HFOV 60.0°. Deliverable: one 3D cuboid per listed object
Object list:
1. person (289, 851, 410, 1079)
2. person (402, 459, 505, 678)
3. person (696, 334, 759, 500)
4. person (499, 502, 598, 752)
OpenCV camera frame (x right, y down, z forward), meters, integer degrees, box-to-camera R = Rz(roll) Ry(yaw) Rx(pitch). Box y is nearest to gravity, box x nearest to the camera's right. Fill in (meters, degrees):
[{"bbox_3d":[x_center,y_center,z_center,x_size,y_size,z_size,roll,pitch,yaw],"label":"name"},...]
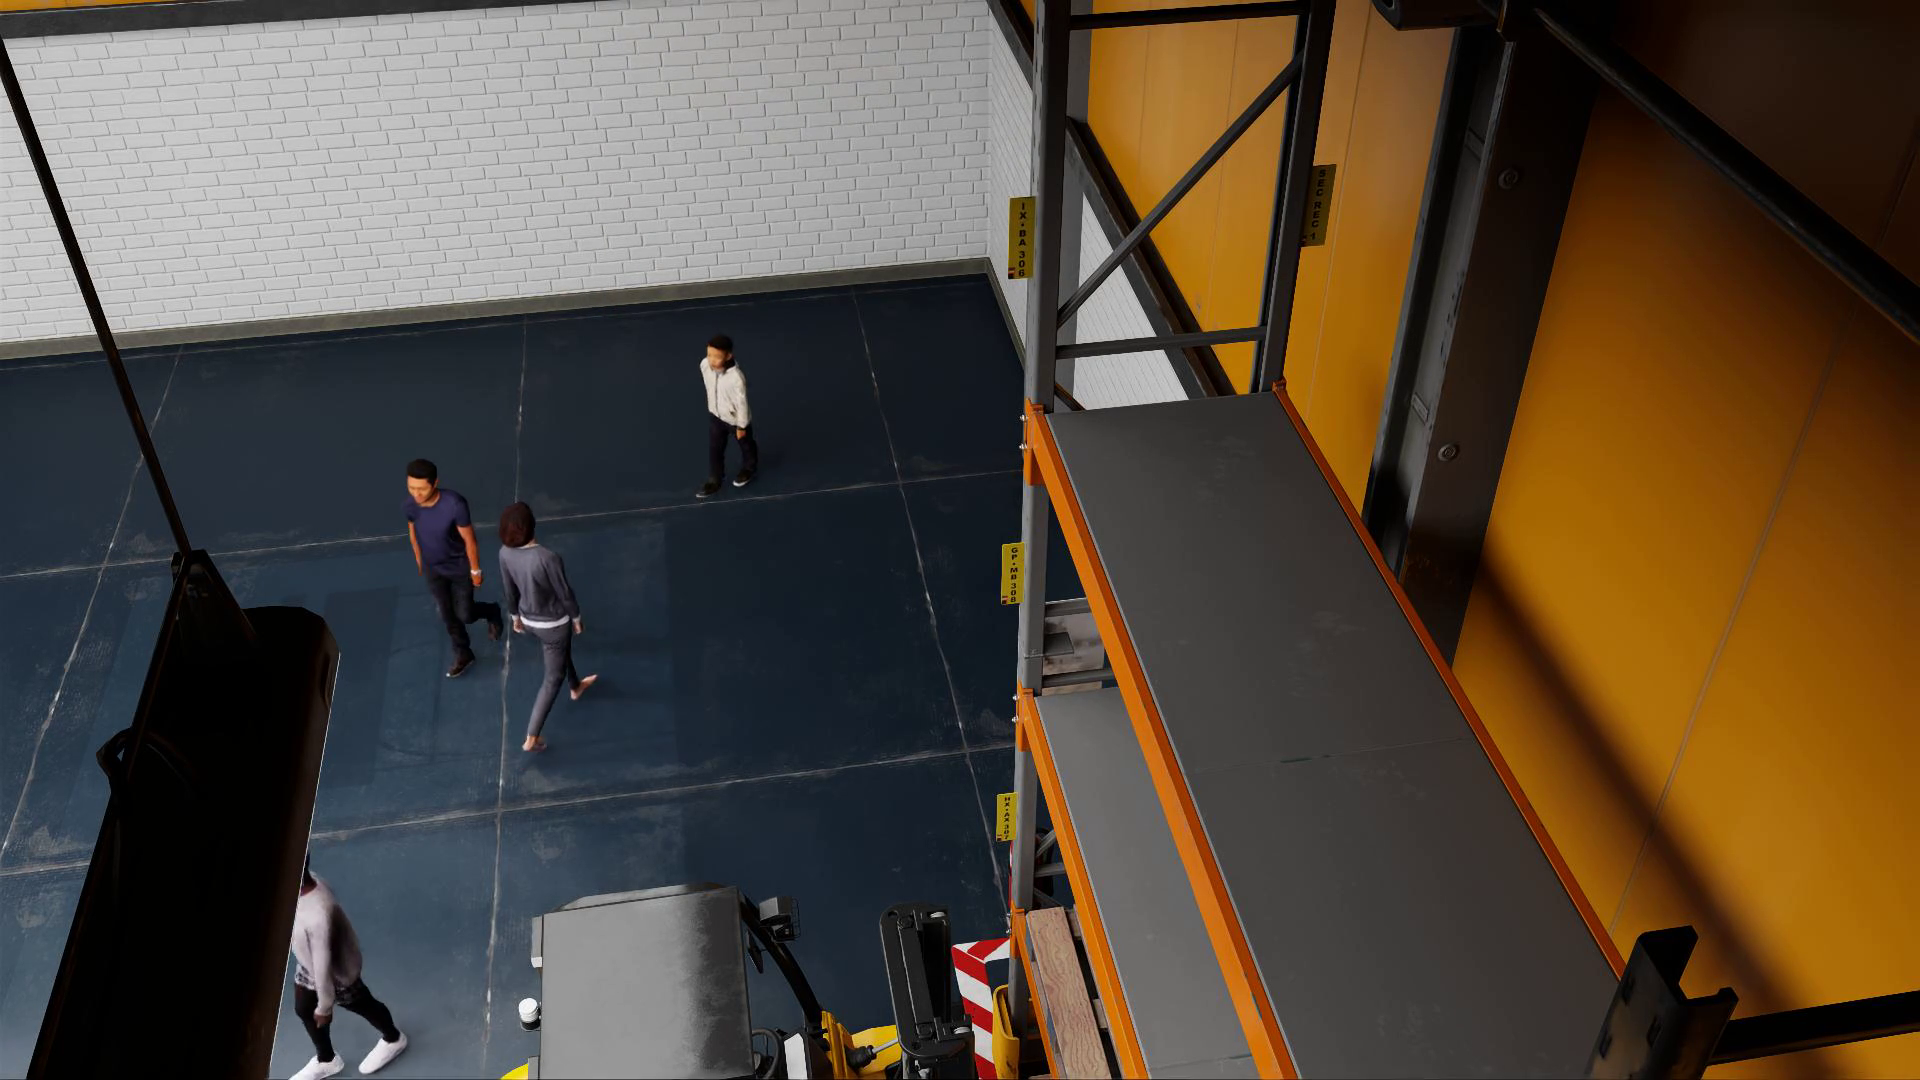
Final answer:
[{"bbox_3d":[-3.142,2.140,8.553,0.913,1.754,0.934,32,48,33],"label":"person"},{"bbox_3d":[-3.353,0.117,11.072,0.837,1.771,0.938,11,40,13],"label":"person"},{"bbox_3d":[-1.723,-1.021,12.775,0.863,1.425,0.944,20,43,24],"label":"person"},{"bbox_3d":[-2.663,0.569,10.538,1.017,1.732,1.197,16,41,19],"label":"person"}]
